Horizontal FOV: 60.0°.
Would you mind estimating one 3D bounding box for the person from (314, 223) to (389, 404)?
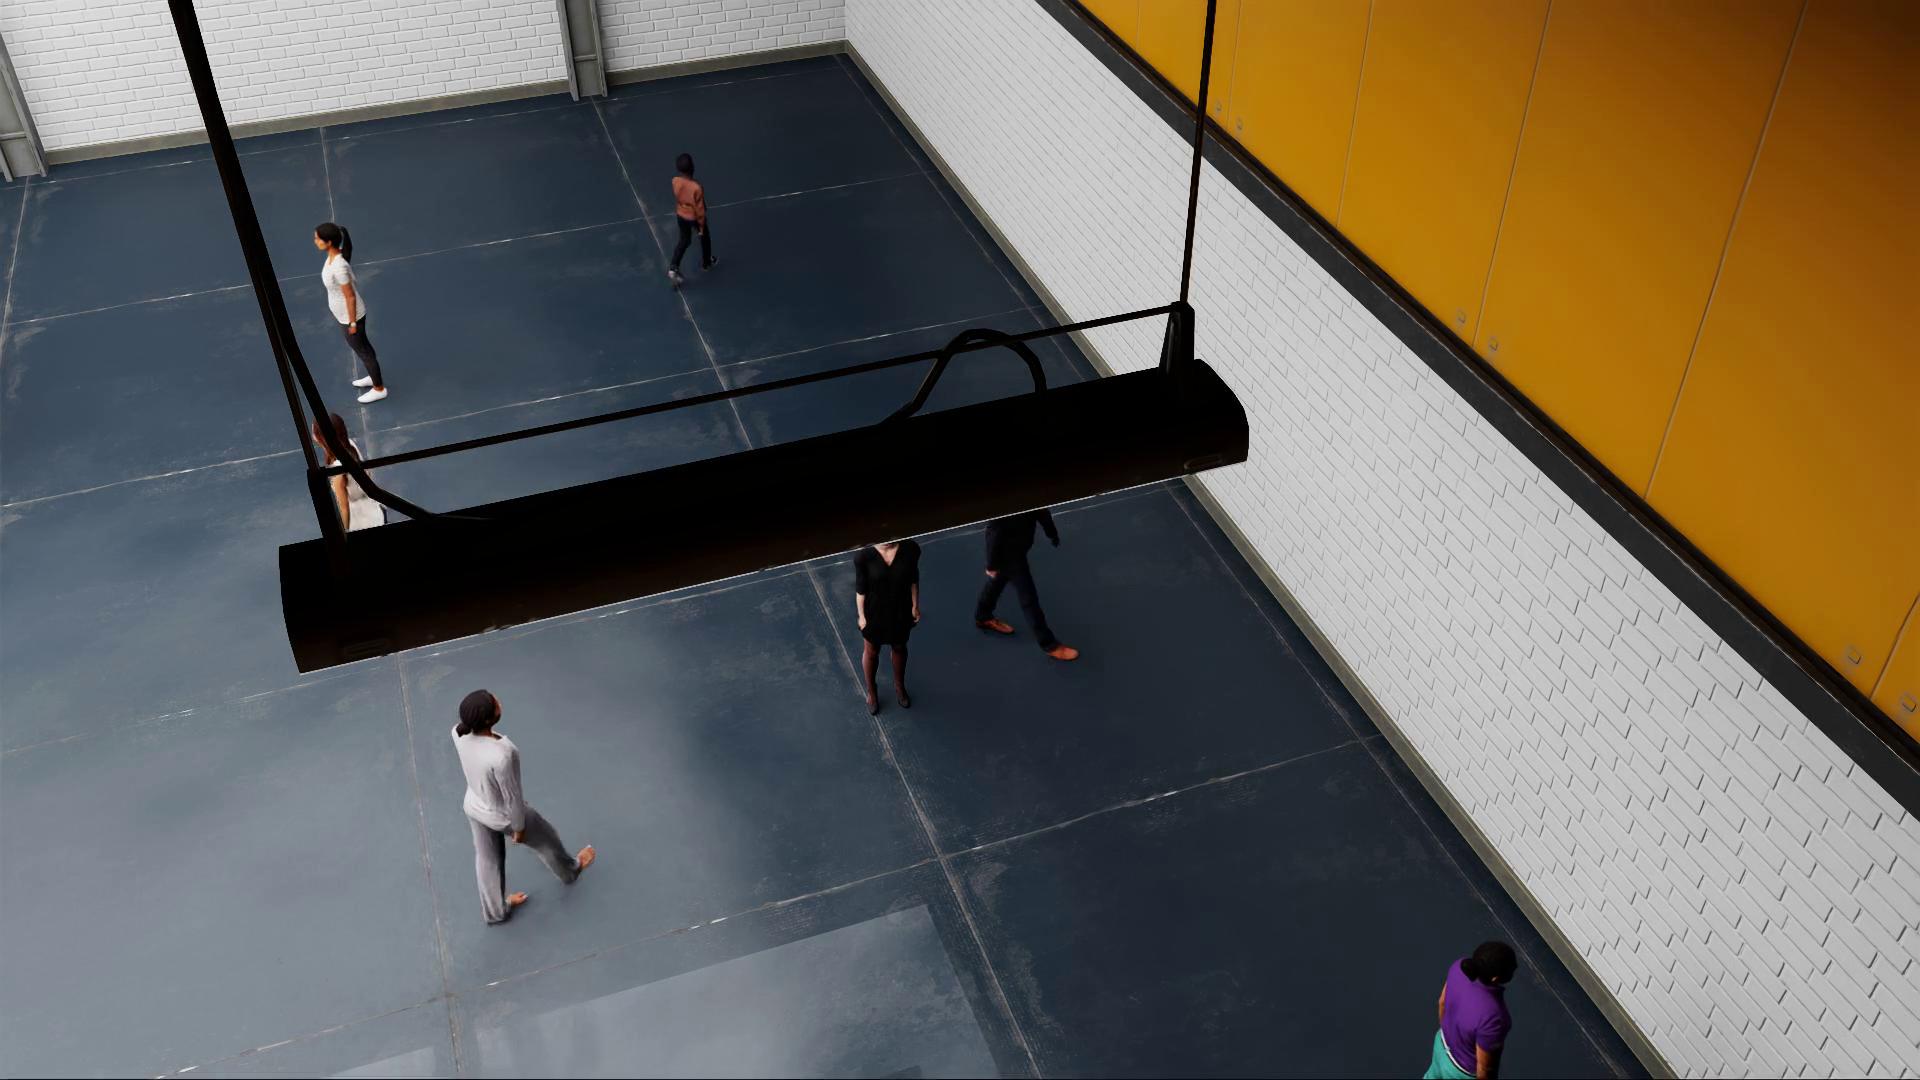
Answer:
[{"bbox_3d":[-5.105,-1.916,13.936,0.519,1.645,0.573,-15,41,-18],"label":"person"}]

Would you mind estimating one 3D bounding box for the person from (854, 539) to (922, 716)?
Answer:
[{"bbox_3d":[-0.477,0.458,10.915,0.467,1.705,0.664,-9,40,-12],"label":"person"}]

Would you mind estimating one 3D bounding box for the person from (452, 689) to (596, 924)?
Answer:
[{"bbox_3d":[-2.699,1.572,9.514,0.964,1.713,1.074,22,44,25],"label":"person"}]

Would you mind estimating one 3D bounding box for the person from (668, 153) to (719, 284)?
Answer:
[{"bbox_3d":[-2.580,-3.007,15.632,0.854,1.235,0.917,17,42,20],"label":"person"}]

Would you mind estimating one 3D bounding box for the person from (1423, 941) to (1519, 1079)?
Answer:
[{"bbox_3d":[2.472,2.573,8.217,0.614,1.767,0.657,-7,39,-8],"label":"person"}]

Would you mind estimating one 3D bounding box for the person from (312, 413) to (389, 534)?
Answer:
[{"bbox_3d":[-4.046,-0.139,11.646,1.190,1.727,0.726,-7,39,-8],"label":"person"}]

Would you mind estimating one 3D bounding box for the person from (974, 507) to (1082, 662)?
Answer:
[{"bbox_3d":[0.299,0.010,11.432,1.195,1.760,1.169,19,42,22],"label":"person"}]
